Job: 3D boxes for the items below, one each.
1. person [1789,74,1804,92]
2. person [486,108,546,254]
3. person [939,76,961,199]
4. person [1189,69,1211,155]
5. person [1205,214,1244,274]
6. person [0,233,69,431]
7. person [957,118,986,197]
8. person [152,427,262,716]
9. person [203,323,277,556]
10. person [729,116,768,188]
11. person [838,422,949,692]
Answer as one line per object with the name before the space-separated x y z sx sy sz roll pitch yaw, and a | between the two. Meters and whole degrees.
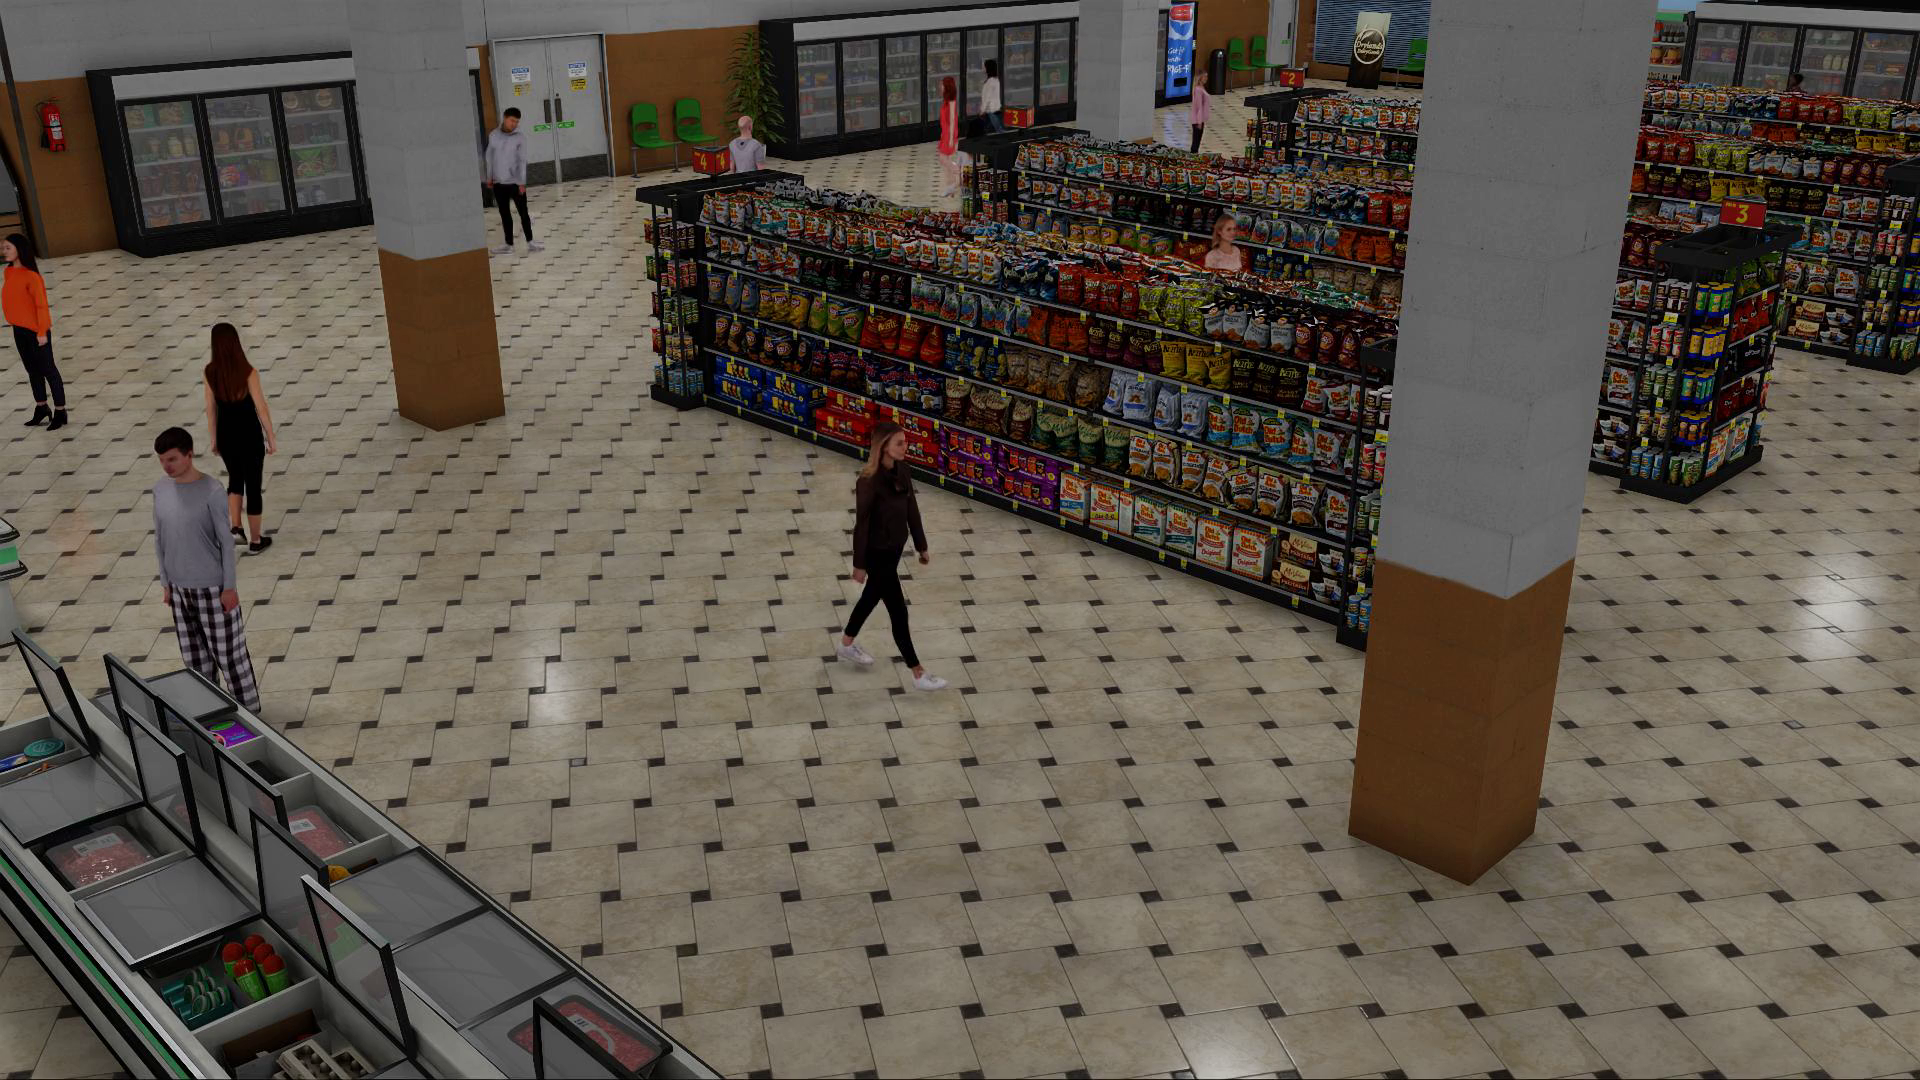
person | 15.335 -7.915 30.540 0.537 1.249 0.577 -18 28 -37
person | -5.905 -4.666 21.594 0.830 1.890 0.990 11 24 24
person | -0.079 -6.090 25.242 0.874 1.813 0.829 -4 22 -9
person | 3.910 -6.888 27.399 0.715 1.686 0.687 4 22 10
person | 2.382 -2.076 15.231 0.618 1.829 0.573 -14 26 -30
person | -8.258 -1.862 14.807 0.586 1.748 0.736 12 25 27
person | 0.174 -4.722 22.037 0.862 1.665 0.907 7 23 18
person | -4.317 0.231 9.467 0.660 1.846 0.764 4 22 10
person | -5.210 -0.691 11.928 0.754 1.721 0.816 1 22 3
person | -2.685 -4.471 21.180 0.661 1.838 0.810 9 24 21
person | -0.525 0.085 10.086 1.170 1.655 0.804 13 25 29
